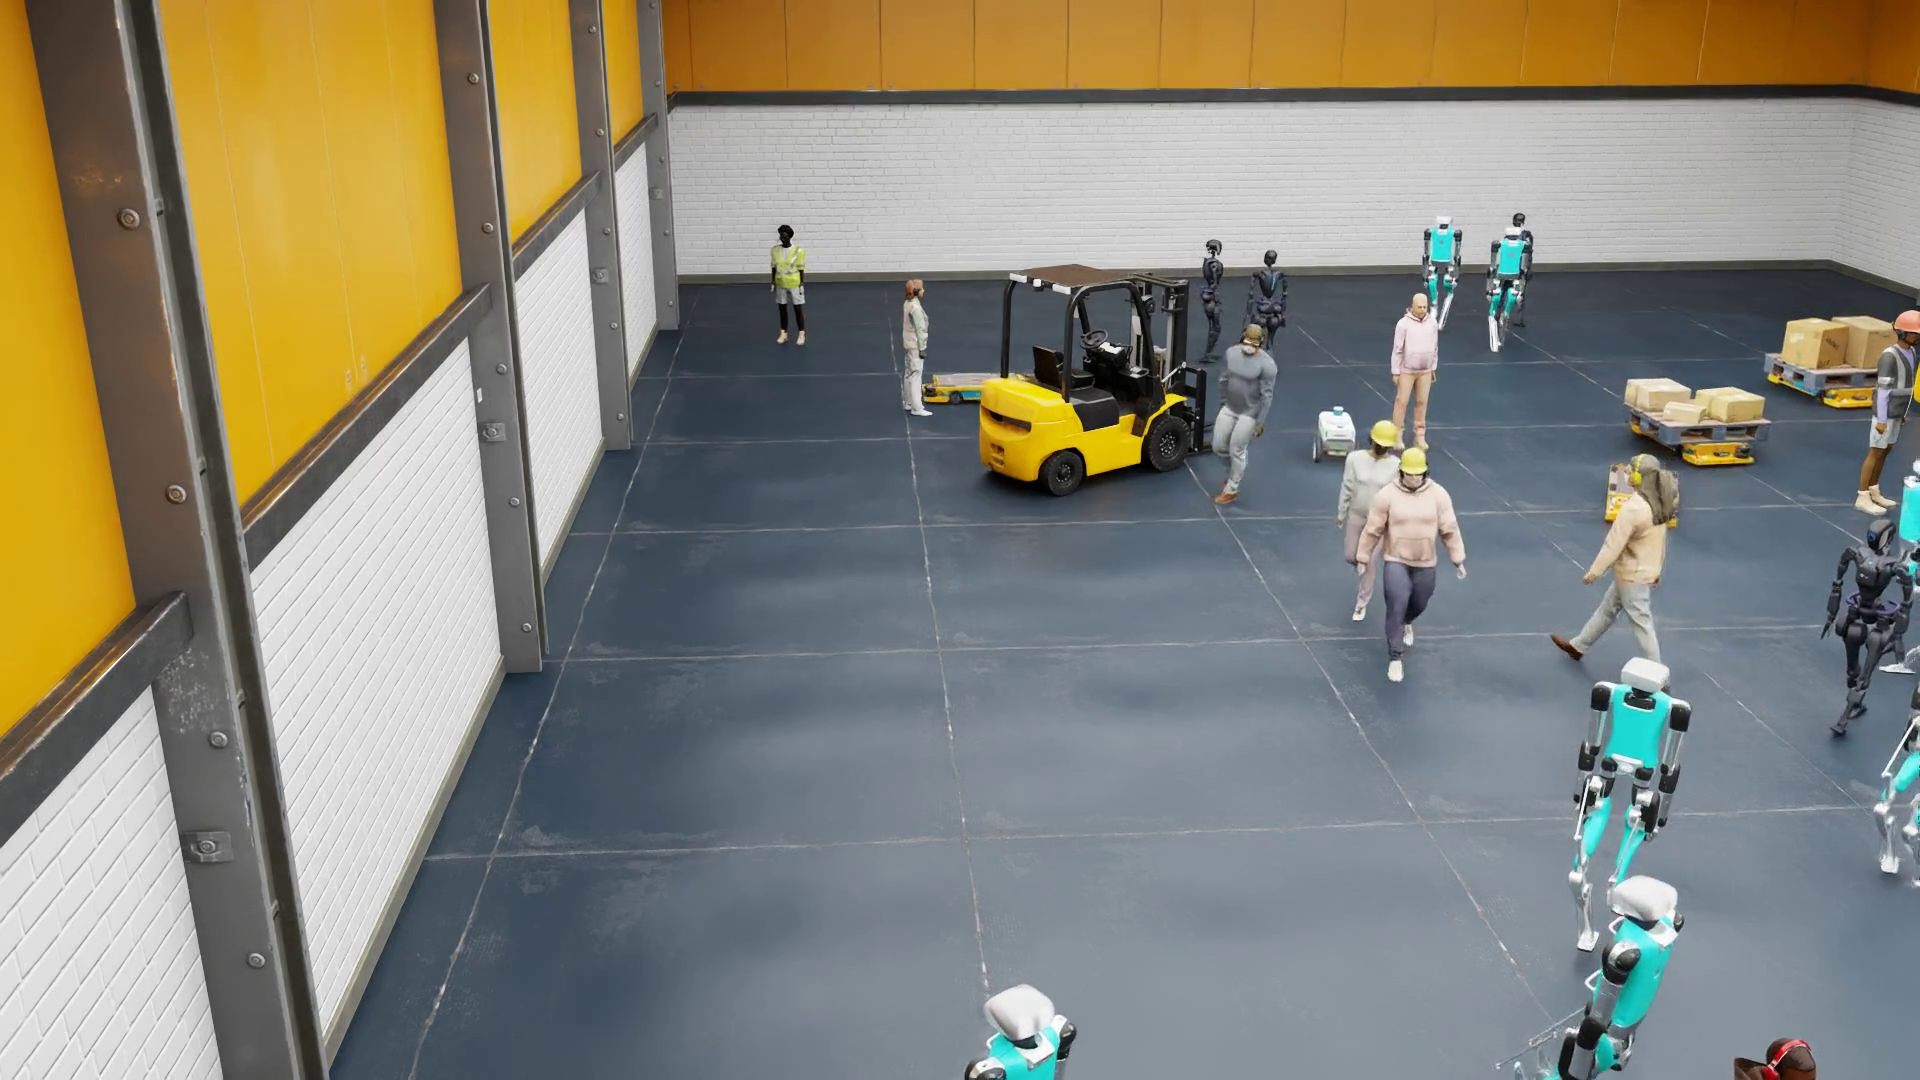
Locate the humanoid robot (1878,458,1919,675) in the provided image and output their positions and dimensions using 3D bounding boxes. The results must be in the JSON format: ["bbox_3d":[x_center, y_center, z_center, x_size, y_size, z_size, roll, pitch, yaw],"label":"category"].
[{"bbox_3d":[7.614,0.286,12.831,0.830,1.859,0.548,4,21,10],"label":"humanoid robot"}]

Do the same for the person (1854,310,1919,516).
[{"bbox_3d":[9.266,-1.272,16.524,0.606,2.044,0.369,-18,27,-41],"label":"person"}]

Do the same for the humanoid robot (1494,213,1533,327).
[{"bbox_3d":[8.157,-3.984,24.452,0.613,1.637,0.573,-9,22,-22],"label":"humanoid robot"}]

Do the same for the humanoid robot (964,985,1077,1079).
[{"bbox_3d":[0.055,2.555,6.706,0.726,1.897,0.540,19,27,41],"label":"humanoid robot"}]

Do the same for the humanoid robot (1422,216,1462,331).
[{"bbox_3d":[6.897,-3.773,23.804,0.544,1.806,0.786,8,22,22],"label":"humanoid robot"}]

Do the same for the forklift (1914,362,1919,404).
[{"bbox_3d":[12.602,-2.435,19.475,2.313,2.155,1.214,-1,20,-4],"label":"forklift"}]

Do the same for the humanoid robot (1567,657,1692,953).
[{"bbox_3d":[3.679,1.535,9.312,0.548,1.737,1.005,12,23,30],"label":"humanoid robot"}]

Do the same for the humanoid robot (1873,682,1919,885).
[{"bbox_3d":[5.790,1.295,9.973,0.777,1.778,0.539,-10,22,-24],"label":"humanoid robot"}]

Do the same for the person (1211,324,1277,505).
[{"bbox_3d":[2.826,-1.253,16.678,0.414,1.897,0.692,-16,26,-37],"label":"person"}]

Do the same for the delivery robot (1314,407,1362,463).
[{"bbox_3d":[4.164,-1.174,18.398,0.499,0.586,0.772,2,20,6],"label":"delivery robot"}]

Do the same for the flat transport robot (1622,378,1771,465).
[{"bbox_3d":[8.239,-1.135,18.719,0.659,0.231,1.431,-2,20,-6],"label":"flat transport robot"}]

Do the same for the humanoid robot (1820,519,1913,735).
[{"bbox_3d":[6.520,0.610,11.961,0.729,1.620,0.603,-13,24,-32],"label":"humanoid robot"}]

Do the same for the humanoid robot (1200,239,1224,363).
[{"bbox_3d":[3.413,-3.205,22.301,0.378,1.649,0.589,1,20,2],"label":"humanoid robot"}]

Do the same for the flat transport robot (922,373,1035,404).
[{"bbox_3d":[0.249,-1.897,20.795,1.431,0.231,0.659,-1,20,-3],"label":"flat transport robot"}]

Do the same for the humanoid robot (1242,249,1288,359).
[{"bbox_3d":[3.979,-2.942,21.630,0.609,1.655,0.349,-6,21,-17],"label":"humanoid robot"}]

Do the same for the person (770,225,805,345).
[{"bbox_3d":[-2.410,-3.577,23.308,0.529,1.690,0.319,7,21,19],"label":"person"}]

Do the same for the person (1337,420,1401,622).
[{"bbox_3d":[3.472,-0.208,14.040,0.539,1.746,0.567,10,22,24],"label":"person"}]

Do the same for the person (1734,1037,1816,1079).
[{"bbox_3d":[3.080,2.618,6.481,0.468,1.649,0.309,-10,22,-25],"label":"person"}]

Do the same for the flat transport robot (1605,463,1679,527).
[{"bbox_3d":[6.927,-0.461,16.884,0.659,0.231,1.431,8,22,20],"label":"flat transport robot"}]

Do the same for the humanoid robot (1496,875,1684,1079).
[{"bbox_3d":[2.720,2.238,7.429,0.539,1.803,0.714,-18,27,-40],"label":"humanoid robot"}]

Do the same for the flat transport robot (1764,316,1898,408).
[{"bbox_3d":[10.900,-1.931,20.889,0.659,0.231,1.431,-3,20,-9],"label":"flat transport robot"}]

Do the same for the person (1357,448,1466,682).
[{"bbox_3d":[3.521,0.120,13.029,0.818,1.834,0.825,2,20,6],"label":"person"}]

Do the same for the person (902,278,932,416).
[{"bbox_3d":[-0.535,-2.309,19.921,0.306,1.644,0.512,-6,21,-16],"label":"person"}]

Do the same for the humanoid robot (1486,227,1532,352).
[{"bbox_3d":[7.490,-3.442,22.988,0.531,1.866,0.805,3,20,7],"label":"humanoid robot"}]

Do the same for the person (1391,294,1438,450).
[{"bbox_3d":[5.060,-1.884,18.583,0.537,1.774,0.415,-4,20,-10],"label":"person"}]

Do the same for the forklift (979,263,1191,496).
[{"bbox_3d":[1.315,-1.764,17.646,2.313,2.155,1.214,-14,24,-33],"label":"forklift"}]

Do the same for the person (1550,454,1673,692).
[{"bbox_3d":[5.086,0.217,12.782,1.011,1.817,0.559,18,27,40],"label":"person"}]
